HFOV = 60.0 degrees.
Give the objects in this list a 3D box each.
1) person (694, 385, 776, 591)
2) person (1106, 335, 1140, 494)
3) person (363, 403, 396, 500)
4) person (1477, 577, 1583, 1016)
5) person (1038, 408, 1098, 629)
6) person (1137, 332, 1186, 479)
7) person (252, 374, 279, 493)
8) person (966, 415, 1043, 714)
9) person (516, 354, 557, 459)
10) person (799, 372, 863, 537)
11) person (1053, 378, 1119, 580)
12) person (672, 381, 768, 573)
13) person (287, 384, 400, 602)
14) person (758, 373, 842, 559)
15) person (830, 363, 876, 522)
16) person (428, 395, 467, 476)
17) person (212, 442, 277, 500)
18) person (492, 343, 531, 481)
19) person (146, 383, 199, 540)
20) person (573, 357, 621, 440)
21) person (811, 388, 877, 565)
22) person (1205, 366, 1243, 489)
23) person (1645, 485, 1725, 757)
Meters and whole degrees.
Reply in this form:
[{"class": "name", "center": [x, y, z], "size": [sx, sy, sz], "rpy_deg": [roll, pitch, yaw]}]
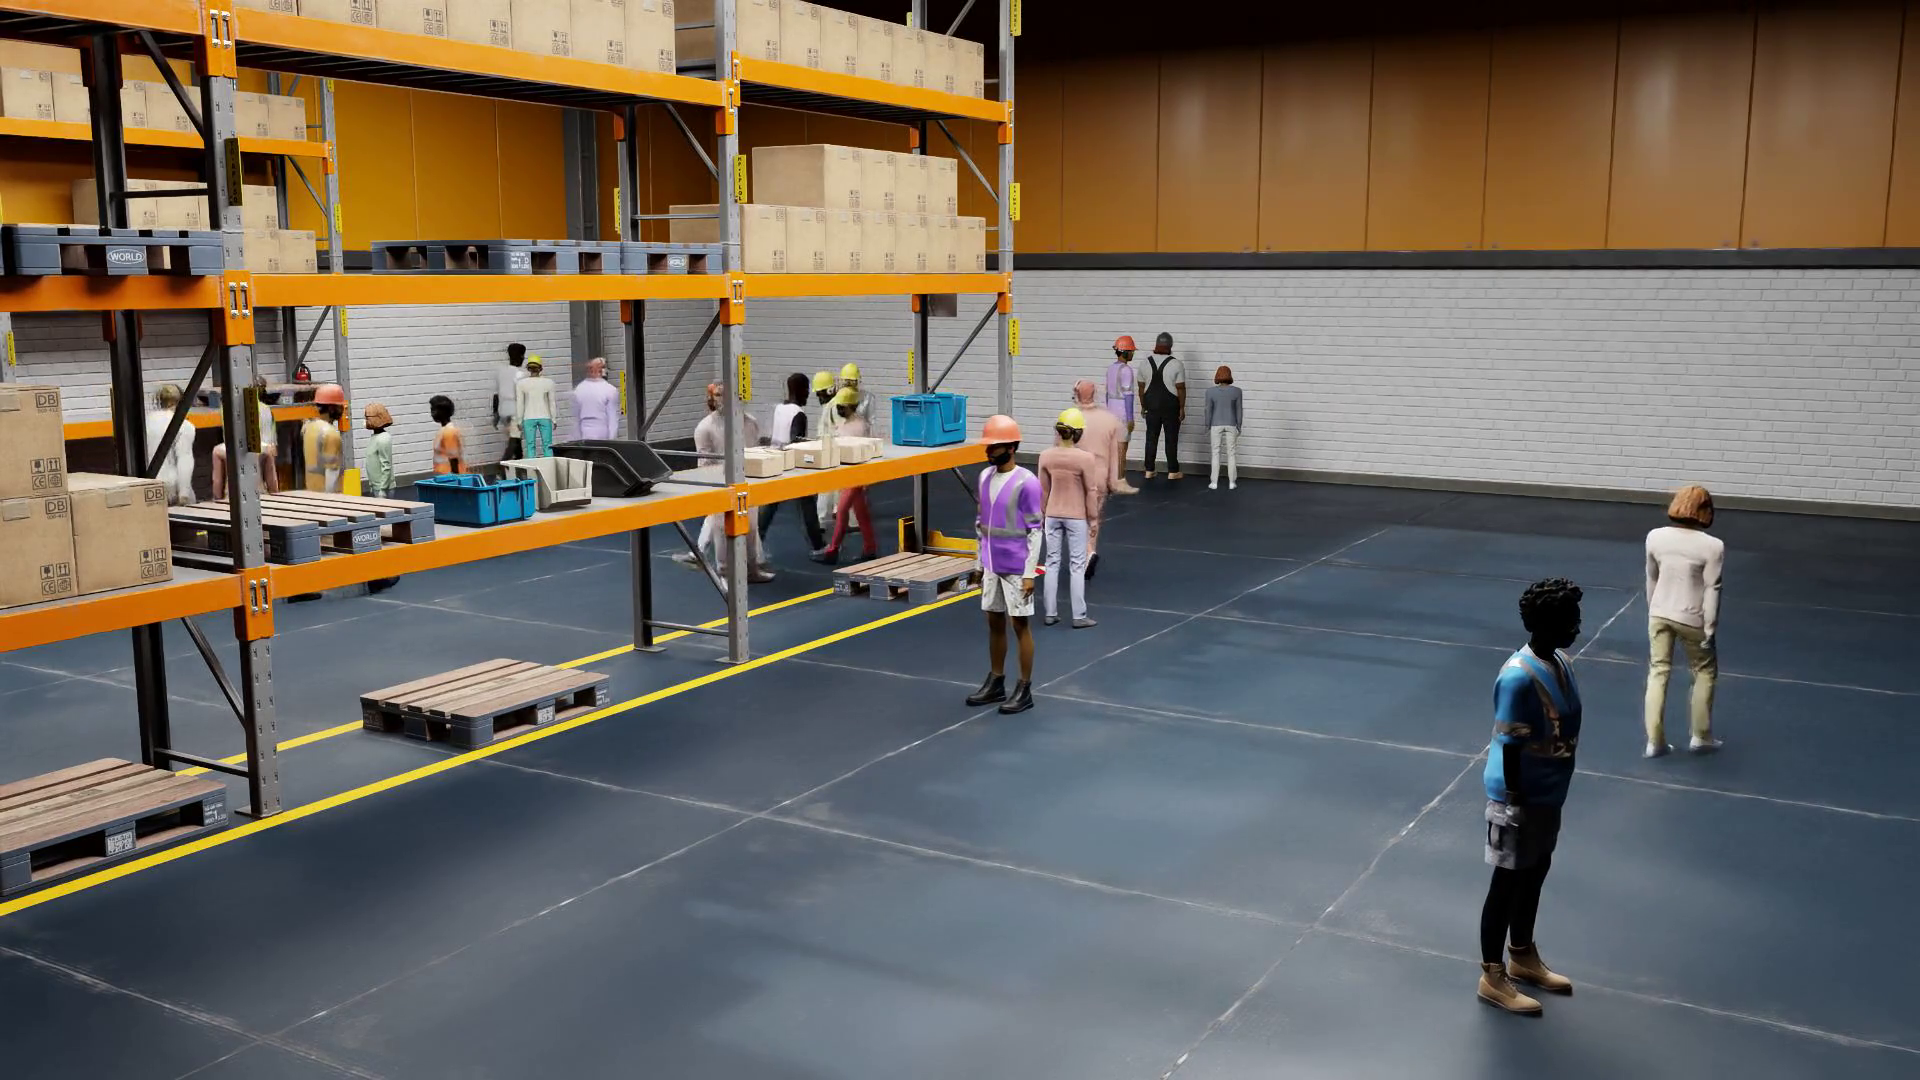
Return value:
[{"class": "person", "center": [-1.965, -0.462, 14.874], "size": [0.836, 1.864, 0.420], "rpy_deg": [-8, 12, -42]}, {"class": "person", "center": [2.101, -1.617, 21.502], "size": [0.391, 2.045, 0.608], "rpy_deg": [-3, 10, -19]}, {"class": "person", "center": [-5.441, -0.467, 15.604], "size": [0.284, 1.633, 0.500], "rpy_deg": [-5, 11, -30]}, {"class": "person", "center": [2.211, 0.973, 6.438], "size": [0.321, 1.694, 0.534], "rpy_deg": [8, 12, 40]}, {"class": "person", "center": [0.873, -0.174, 13.361], "size": [0.528, 1.767, 0.329], "rpy_deg": [6, 11, 32]}, {"class": "person", "center": [2.835, -1.869, 23.088], "size": [0.689, 2.000, 0.538], "rpy_deg": [5, 10, 28]}, {"class": "person", "center": [-7.166, -0.757, 16.834], "size": [0.639, 1.830, 0.522], "rpy_deg": [6, 11, 32]}, {"class": "person", "center": [0.284, 0.157, 10.759], "size": [0.379, 1.938, 0.547], "rpy_deg": [-8, 12, -41]}, {"class": "person", "center": [-5.681, -1.610, 22.329], "size": [0.531, 1.765, 0.327], "rpy_deg": [-3, 10, -17]}, {"class": "person", "center": [-1.417, -0.908, 17.897], "size": [0.799, 1.776, 0.609], "rpy_deg": [-1, 9, -8]}, {"class": "person", "center": [1.164, -0.535, 15.260], "size": [0.648, 1.889, 0.669], "rpy_deg": [-3, 10, -19]}, {"class": "person", "center": [-2.291, -0.579, 15.666], "size": [0.985, 1.829, 0.586], "rpy_deg": [-1, 9, -5]}, {"class": "person", "center": [-5.465, -0.418, 14.512], "size": [0.569, 1.882, 0.989], "rpy_deg": [9, 13, 44]}, {"class": "person", "center": [-1.708, -0.732, 16.576], "size": [1.023, 1.867, 0.595], "rpy_deg": [-6, 11, -33]}, {"class": "person", "center": [-1.253, -1.102, 18.959], "size": [0.587, 1.830, 0.404], "rpy_deg": [1, 9, 6]}, {"class": "person", "center": [-4.953, -0.609, 16.412], "size": [0.760, 1.664, 0.537], "rpy_deg": [-3, 10, -18]}, {"class": "person", "center": [-6.258, -0.303, 14.583], "size": [0.519, 1.636, 0.312], "rpy_deg": [-5, 10, -27]}, {"class": "person", "center": [-6.086, -1.722, 22.595], "size": [0.615, 1.911, 0.991], "rpy_deg": [4, 10, 23]}, {"class": "person", "center": [-7.102, -0.448, 14.795], "size": [0.626, 1.879, 1.023], "rpy_deg": [2, 9, 14]}, {"class": "person", "center": [-4.270, -1.188, 19.381], "size": [0.659, 1.878, 0.852], "rpy_deg": [4, 10, 25]}, {"class": "person", "center": [-1.155, -0.612, 16.236], "size": [0.832, 1.725, 0.550], "rpy_deg": [-4, 10, -23]}, {"class": "person", "center": [3.475, -1.481, 21.933], "size": [0.498, 1.633, 0.289], "rpy_deg": [0, 9, 2]}, {"class": "person", "center": [4.293, 0.472, 9.817], "size": [0.620, 1.613, 0.503], "rpy_deg": [-7, 12, -39]}]
